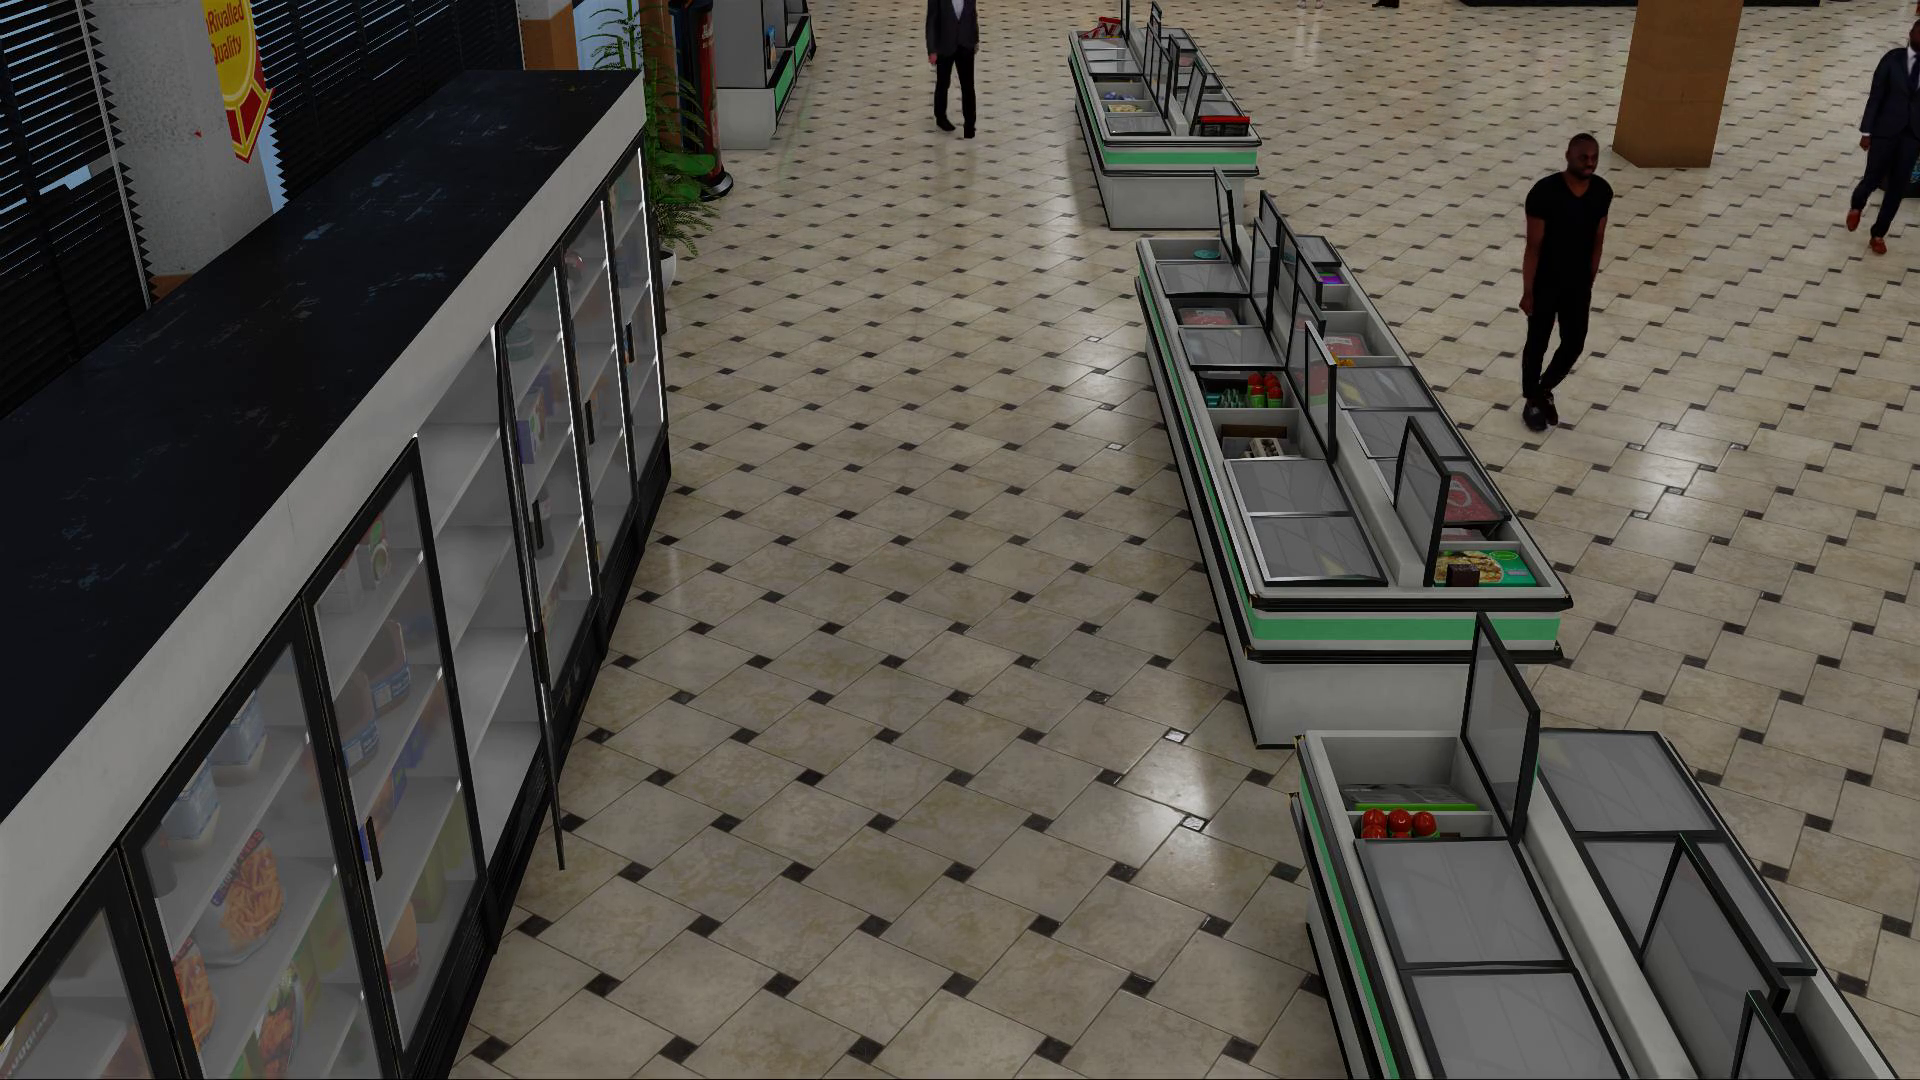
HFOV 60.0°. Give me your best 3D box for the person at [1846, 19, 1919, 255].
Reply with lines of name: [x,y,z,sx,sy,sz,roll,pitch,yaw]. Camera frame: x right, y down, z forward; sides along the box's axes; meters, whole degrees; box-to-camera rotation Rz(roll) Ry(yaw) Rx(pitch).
person: [7.482,-3.246,13.299,0.828,1.807,0.965,7,28,14]

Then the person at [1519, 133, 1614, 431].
person: [3.540,-1.556,9.967,0.658,1.806,0.618,-1,27,-1]

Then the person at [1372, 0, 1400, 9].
person: [6.245,-8.532,23.652,0.864,1.870,0.719,11,29,20]

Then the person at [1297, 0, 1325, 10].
person: [5.065,-8.485,23.747,0.639,1.700,0.540,3,27,6]

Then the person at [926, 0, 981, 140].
person: [-0.081,-4.936,16.670,1.051,1.773,1.324,-11,29,-21]
